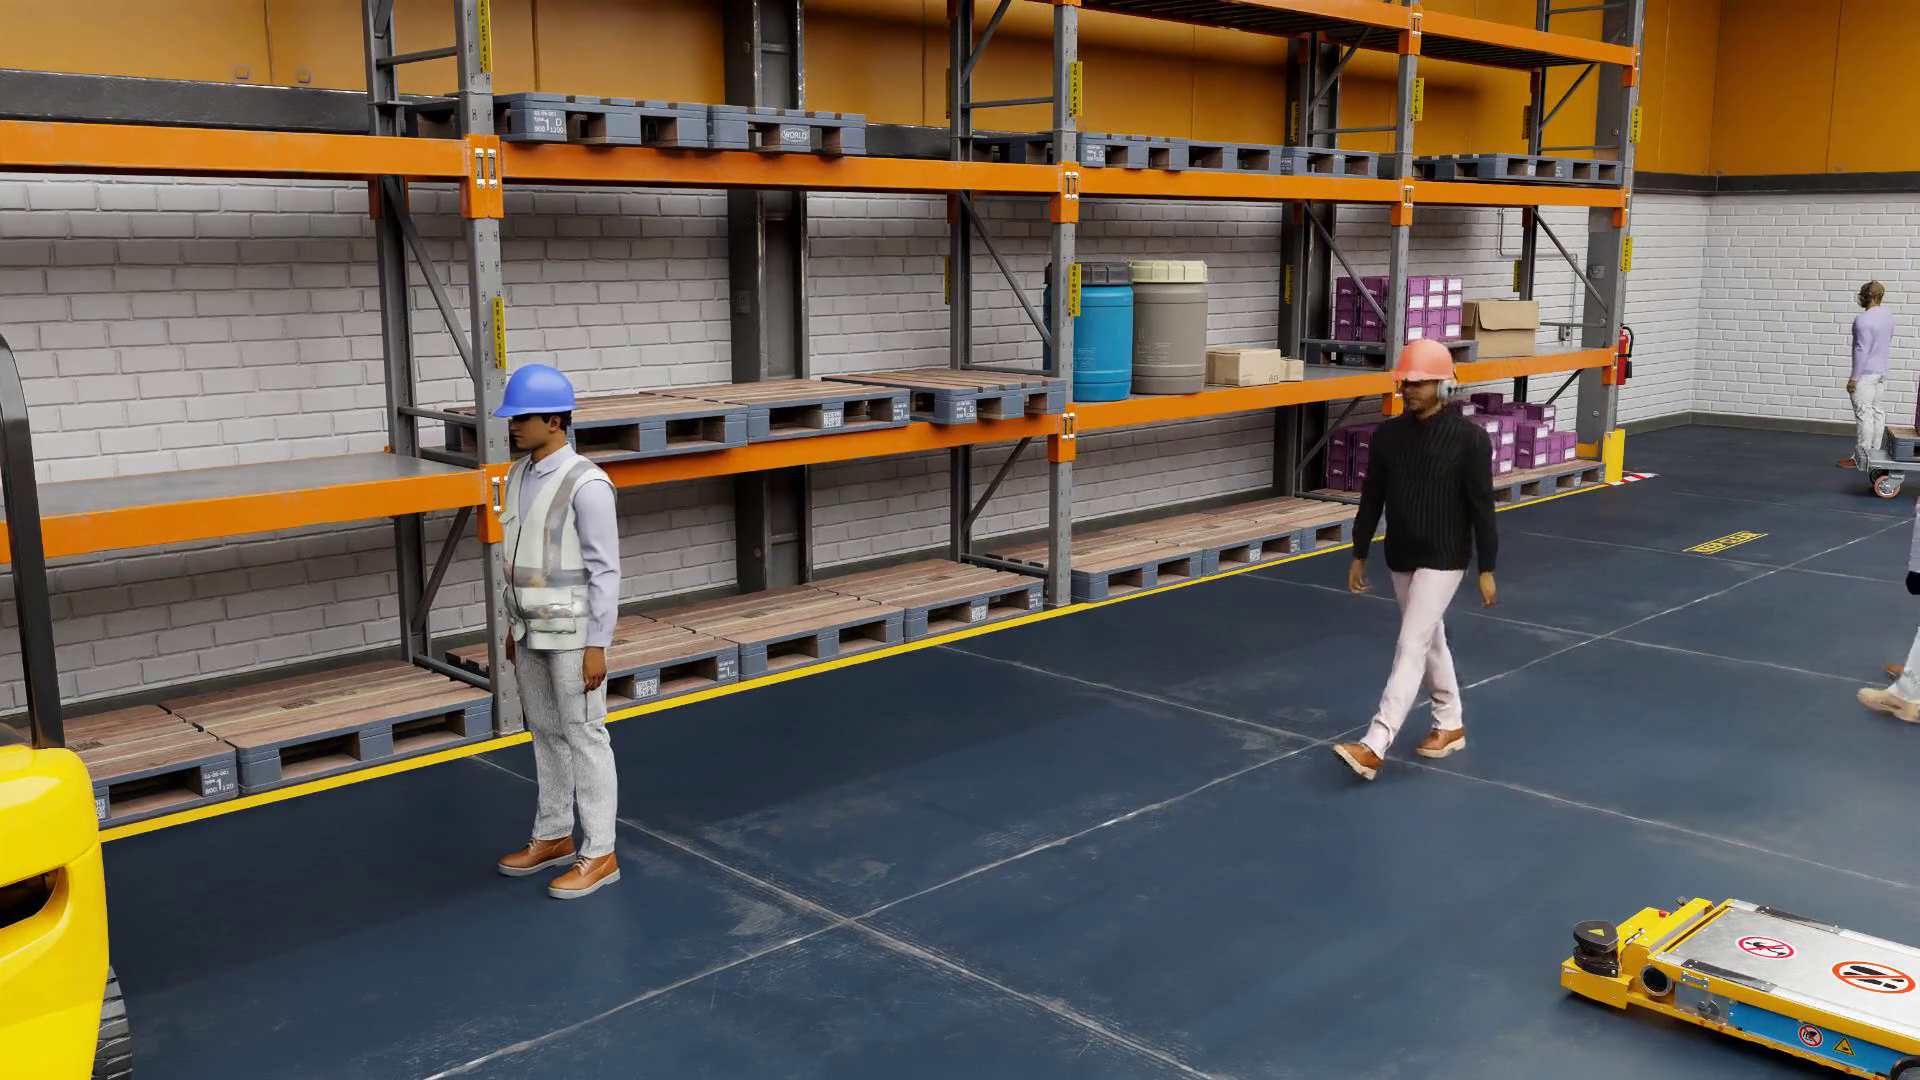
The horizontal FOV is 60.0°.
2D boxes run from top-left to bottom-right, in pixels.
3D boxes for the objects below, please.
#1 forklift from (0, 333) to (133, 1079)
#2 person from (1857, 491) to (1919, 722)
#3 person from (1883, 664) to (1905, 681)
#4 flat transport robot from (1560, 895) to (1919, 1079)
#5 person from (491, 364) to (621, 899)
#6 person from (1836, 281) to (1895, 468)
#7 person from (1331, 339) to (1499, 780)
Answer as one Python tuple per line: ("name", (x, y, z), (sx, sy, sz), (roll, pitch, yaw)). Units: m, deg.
("forklift", (-3.289, 0.485, 4.582), (1.214, 2.155, 2.313), (-10, 14, -44))
("person", (4.687, 0.069, 7.959), (0.675, 1.793, 0.867), (-8, 13, -38))
("person", (5.502, -0.140, 8.788), (0.857, 1.917, 0.644), (4, 11, 22))
("flat transport robot", (2.633, 1.374, 4.980), (0.652, 0.197, 1.431), (-10, 15, -44))
("person", (-1.484, 0.329, 6.102), (0.615, 1.946, 0.391), (10, 14, 43))
("person", (9.377, -1.700, 17.191), (0.629, 1.940, 0.376), (-8, 13, -36))
("person", (1.995, 0.086, 7.421), (1.028, 1.941, 0.653), (-7, 13, -34))
